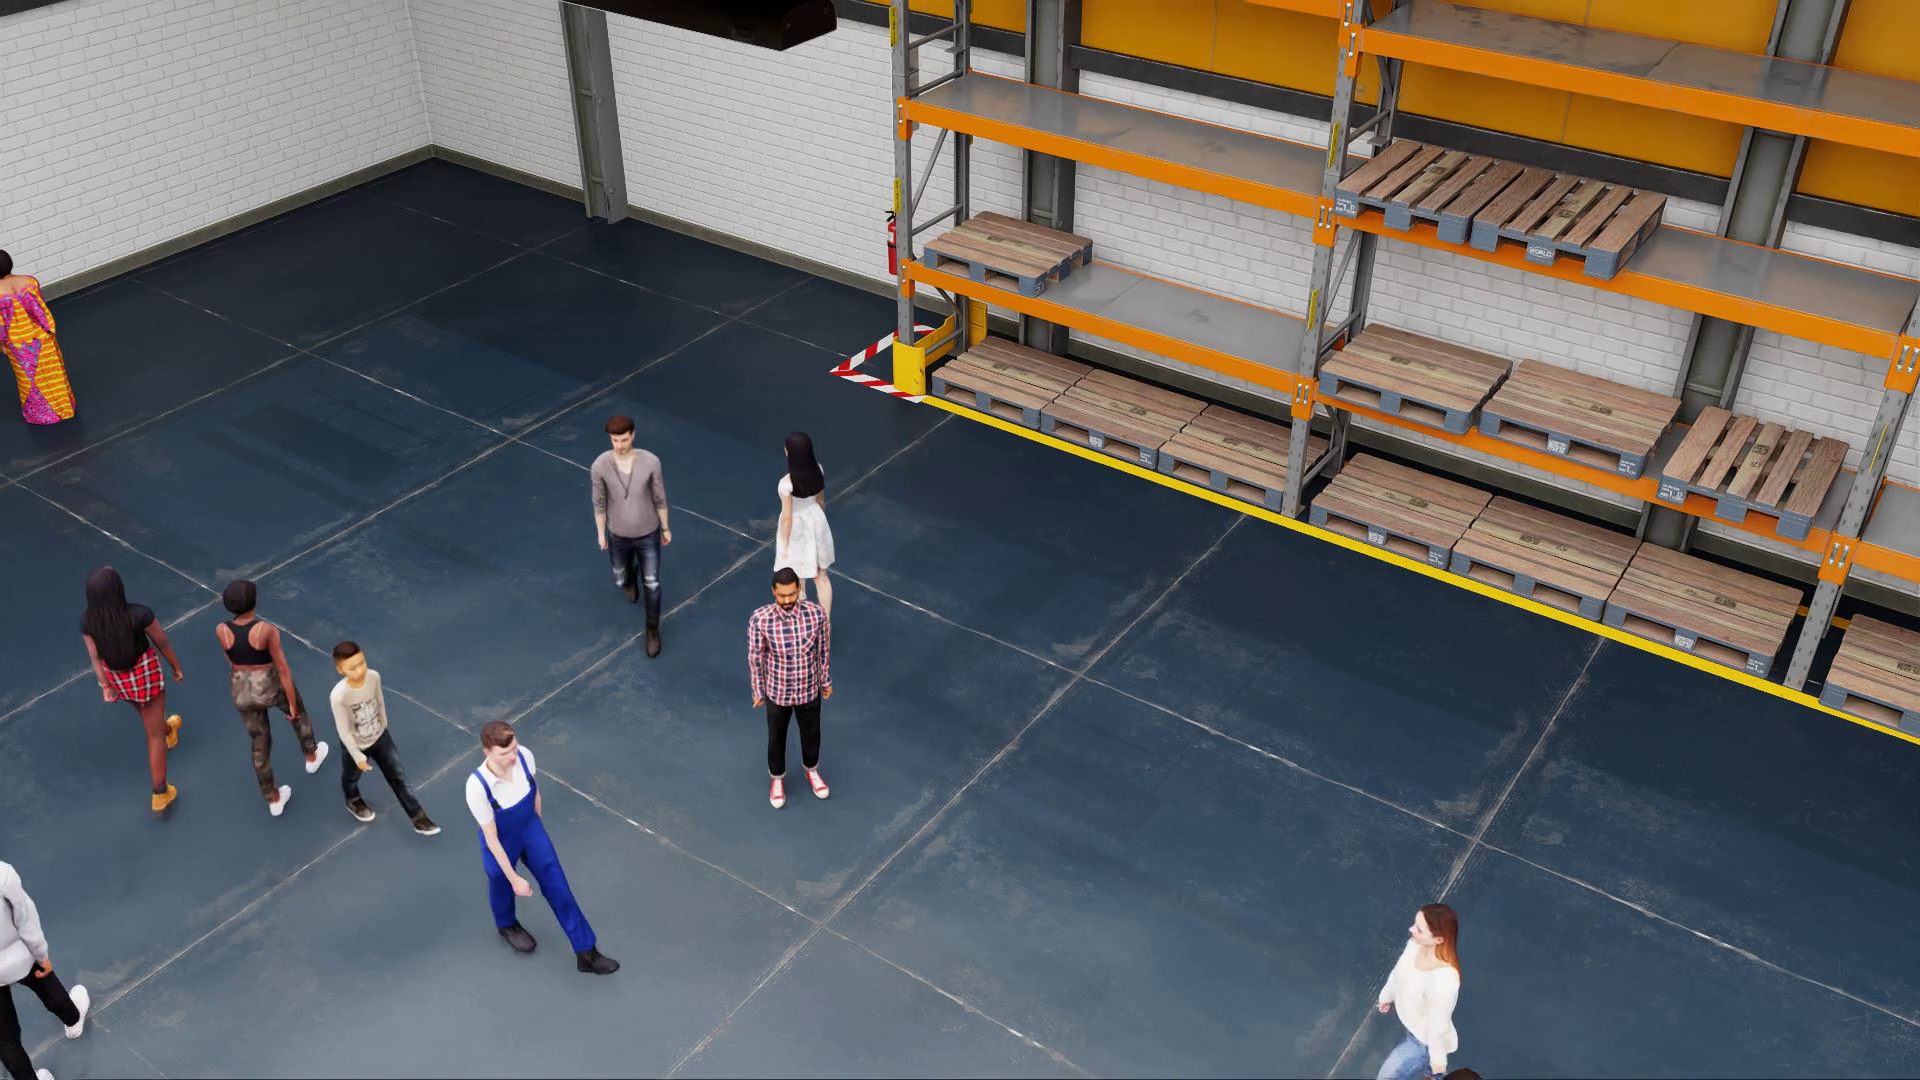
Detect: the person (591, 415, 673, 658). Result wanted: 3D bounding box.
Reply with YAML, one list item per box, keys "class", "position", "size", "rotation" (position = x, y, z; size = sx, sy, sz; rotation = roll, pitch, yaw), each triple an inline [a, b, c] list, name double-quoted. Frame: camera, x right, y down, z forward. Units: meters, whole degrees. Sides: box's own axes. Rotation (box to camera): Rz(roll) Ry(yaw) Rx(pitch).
- class: "person"
  position: [-2.373, -0.107, 12.108]
  size: [1.067, 1.885, 1.118]
  rotation: [-5, 34, -8]

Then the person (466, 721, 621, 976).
- class: "person"
  position: [-2.608, 1.698, 9.464]
  size: [1.176, 1.805, 0.688]
  rotation: [24, 40, 31]

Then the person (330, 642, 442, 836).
- class: "person"
  position: [-3.808, 1.246, 10.487]
  size: [0.990, 1.426, 0.543]
  rotation: [22, 39, 29]

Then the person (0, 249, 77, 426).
- class: "person"
  position: [-8.403, -1.860, 14.926]
  size: [0.640, 1.686, 0.635]
  rotation: [23, 40, 30]

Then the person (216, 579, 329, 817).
- class: "person"
  position: [-4.462, 1.047, 10.567]
  size: [0.933, 1.670, 0.953]
  rotation: [-2, 34, -4]

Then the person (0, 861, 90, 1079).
- class: "person"
  position: [-4.975, 2.242, 8.564]
  size: [1.022, 1.896, 1.164]
  rotation: [-13, 36, -19]

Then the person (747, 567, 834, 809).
- class: "person"
  position: [-1.077, 0.922, 10.672]
  size: [0.773, 1.761, 0.807]
  rotation: [-9, 35, -14]

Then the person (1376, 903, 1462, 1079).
- class: "person"
  position: [2.422, 2.486, 8.411]
  size: [1.079, 1.660, 0.960]
  rotation: [0, 34, 1]

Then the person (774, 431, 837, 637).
- class: "person"
  position: [-1.111, -0.001, 12.048]
  size: [0.684, 1.775, 0.674]
  rotation: [-29, 43, -36]

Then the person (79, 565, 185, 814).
- class: "person"
  position: [-5.282, 0.973, 10.671]
  size: [1.145, 1.676, 1.218]
  rotation: [-6, 34, -9]
